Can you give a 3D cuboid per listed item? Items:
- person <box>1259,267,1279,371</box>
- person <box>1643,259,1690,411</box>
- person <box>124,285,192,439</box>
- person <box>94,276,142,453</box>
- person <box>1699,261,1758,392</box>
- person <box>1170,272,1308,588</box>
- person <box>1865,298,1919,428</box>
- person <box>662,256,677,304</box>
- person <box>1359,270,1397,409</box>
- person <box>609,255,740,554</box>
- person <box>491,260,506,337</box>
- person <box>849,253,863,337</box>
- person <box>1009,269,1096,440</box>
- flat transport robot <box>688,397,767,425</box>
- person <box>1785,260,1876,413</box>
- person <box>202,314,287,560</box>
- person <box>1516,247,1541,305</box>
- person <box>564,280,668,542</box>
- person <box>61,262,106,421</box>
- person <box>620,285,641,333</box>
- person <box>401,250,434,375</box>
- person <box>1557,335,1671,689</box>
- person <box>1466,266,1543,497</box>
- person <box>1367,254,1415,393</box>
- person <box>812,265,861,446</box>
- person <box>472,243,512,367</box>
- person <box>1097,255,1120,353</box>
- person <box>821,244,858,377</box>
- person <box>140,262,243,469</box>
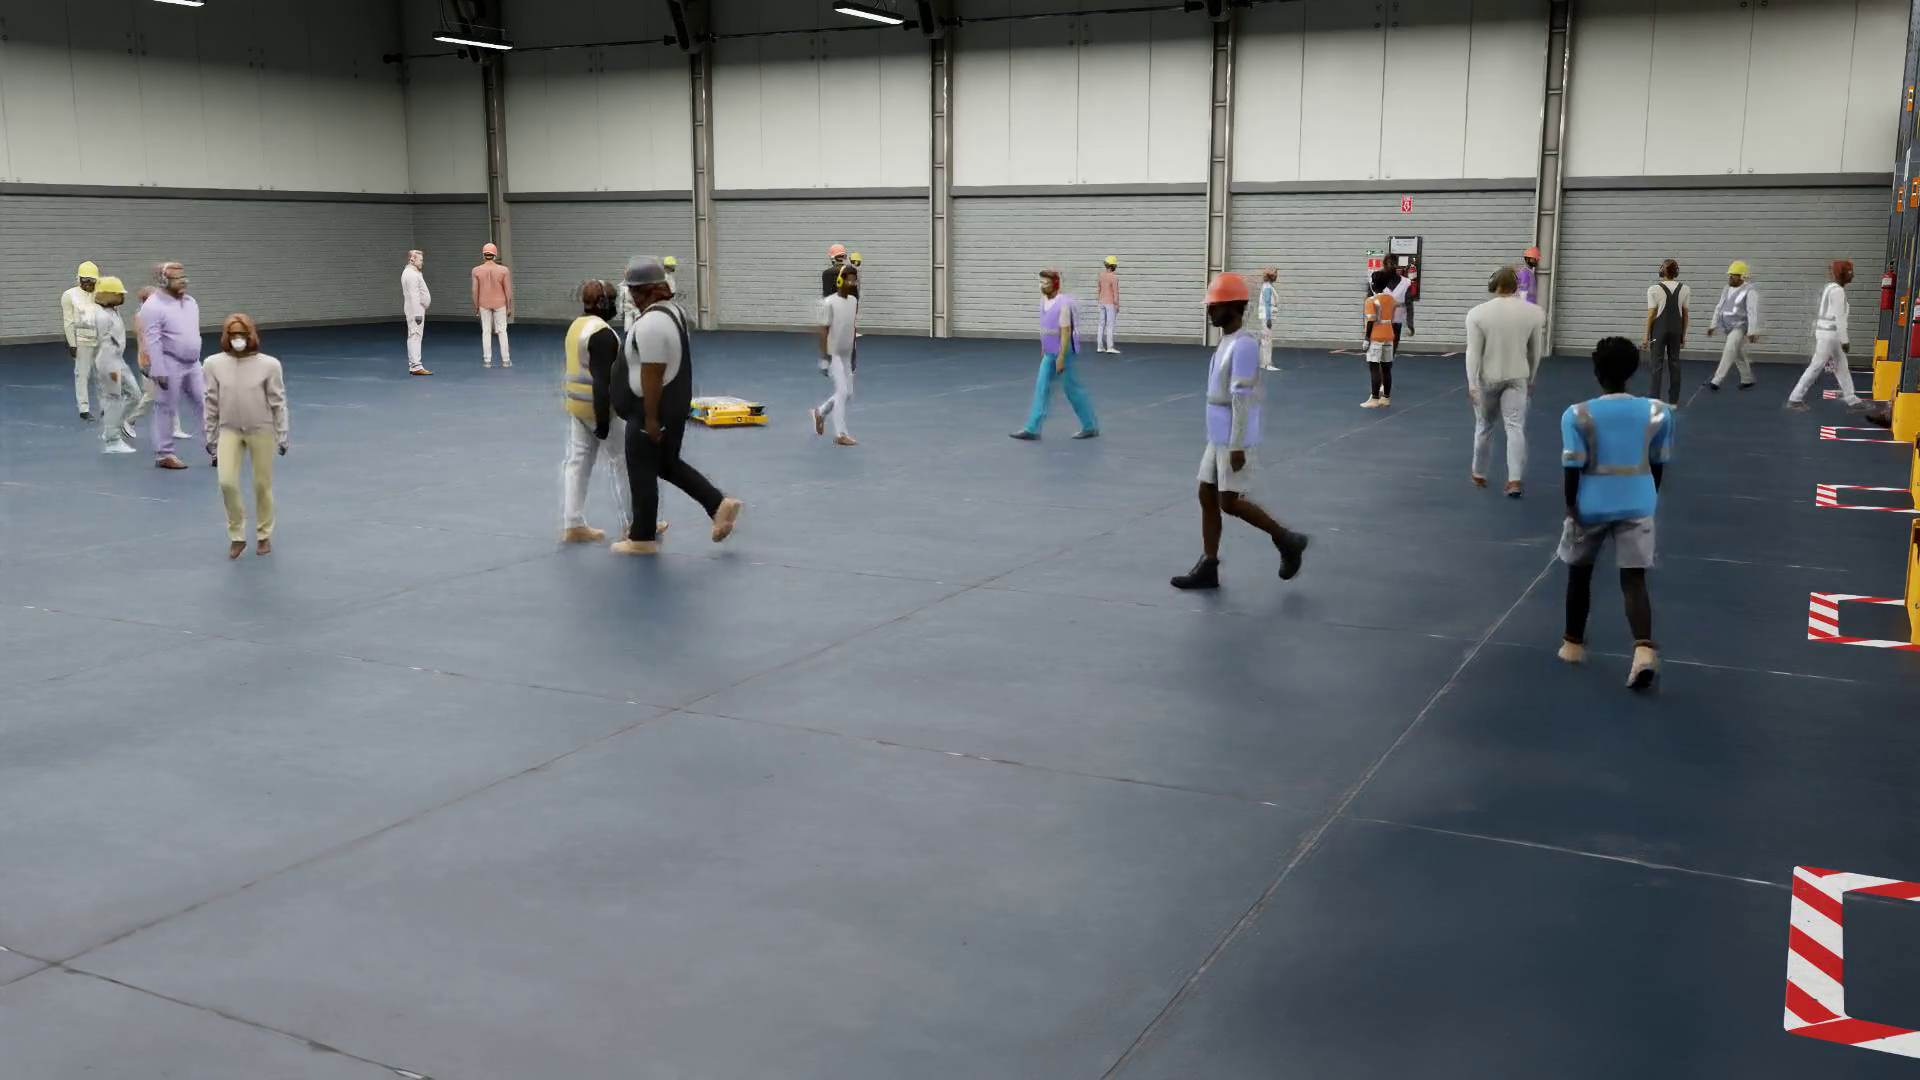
[{"bbox_3d":[4.886,-3.495,26.319,0.326,1.650,0.518,2,11,11],"label":"person"},{"bbox_3d":[8.568,-2.484,20.213,0.506,1.846,0.349,0,10,2],"label":"person"},{"bbox_3d":[-8.440,-1.840,17.308,0.602,1.617,0.561,1,10,5],"label":"person"},{"bbox_3d":[-8.255,-1.704,16.265,0.384,1.727,0.515,-2,11,-11],"label":"person"},{"bbox_3d":[10.546,-2.900,22.672,0.948,1.783,0.604,-2,11,-10],"label":"person"},{"bbox_3d":[1.686,-0.638,9.963,0.746,1.914,0.555,-1,10,-6],"label":"person"},{"bbox_3d":[10.573,-2.129,18.269,1.013,1.837,0.666,-2,11,-13],"label":"person"},{"bbox_3d":[-5.438,-4.350,30.639,0.682,1.745,0.531,2,11,9],"label":"person"},{"bbox_3d":[5.157,-2.465,20.507,0.532,1.697,0.322,-9,13,-39],"label":"person"},{"bbox_3d":[-1.944,-0.913,11.111,0.786,2.000,0.688,1,10,7],"label":"person"},{"bbox_3d":[-9.735,-5.050,34.786,0.520,1.620,0.341,-8,13,-39],"label":"person"},{"bbox_3d":[-2.204,-5.151,34.996,0.334,1.763,0.522,2,11,8],"label":"person"},{"bbox_3d":[1.014,-1.923,17.333,0.956,1.788,0.579,-5,11,-25],"label":"person"},{"bbox_3d":[-2.782,-1.504,19.161,0.652,0.197,1.431,-5,12,-26],"label":"flat transport robot"},{"bbox_3d":[10.499,-2.437,19.990,0.987,1.833,0.595,5,11,23],"label":"person"},{"bbox_3d":[-4.709,-0.675,10.959,0.524,1.611,0.575,-2,11,-13],"label":"person"},{"bbox_3d":[9.352,-3.852,27.431,0.375,1.934,0.547,5,11,25],"label":"person"},{"bbox_3d":[-2.437,-0.897,11.635,0.843,1.811,0.648,-7,12,-32],"label":"person"},{"bbox_3d":[-10.016,-2.289,19.204,0.404,1.826,0.587,6,12,31],"label":"person"},{"bbox_3d":[-5.556,-3.892,28.505,0.520,1.621,0.568,1,10,7],"label":"person"},{"bbox_3d":[-8.303,-3.471,25.449,0.406,1.902,0.638,-4,11,-23],"label":"person"},{"bbox_3d":[3.127,-0.140,7.934,0.522,1.670,0.837,1,10,7],"label":"person"},{"bbox_3d":[4.474,-1.312,13.741,0.632,1.892,1.063,1,10,7],"label":"person"},{"bbox_3d":[5.774,-2.874,22.274,0.601,1.869,1.015,0,10,-2],"label":"person"},{"bbox_3d":[-1.290,-1.893,17.018,0.682,1.841,0.569,8,13,36],"label":"person"},{"bbox_3d":[-7.576,-3.798,26.965,0.609,1.996,0.383,-2,11,-9],"label":"person"},{"bbox_3d":[2.704,-4.263,30.133,0.331,1.765,0.533,-8,13,-37],"label":"person"},{"bbox_3d":[-1.822,-3.440,25.018,0.622,1.991,0.389,-8,13,-36],"label":"person"},{"bbox_3d":[-6.984,-1.559,15.069,0.883,1.873,0.679,4,11,19],"label":"person"}]
